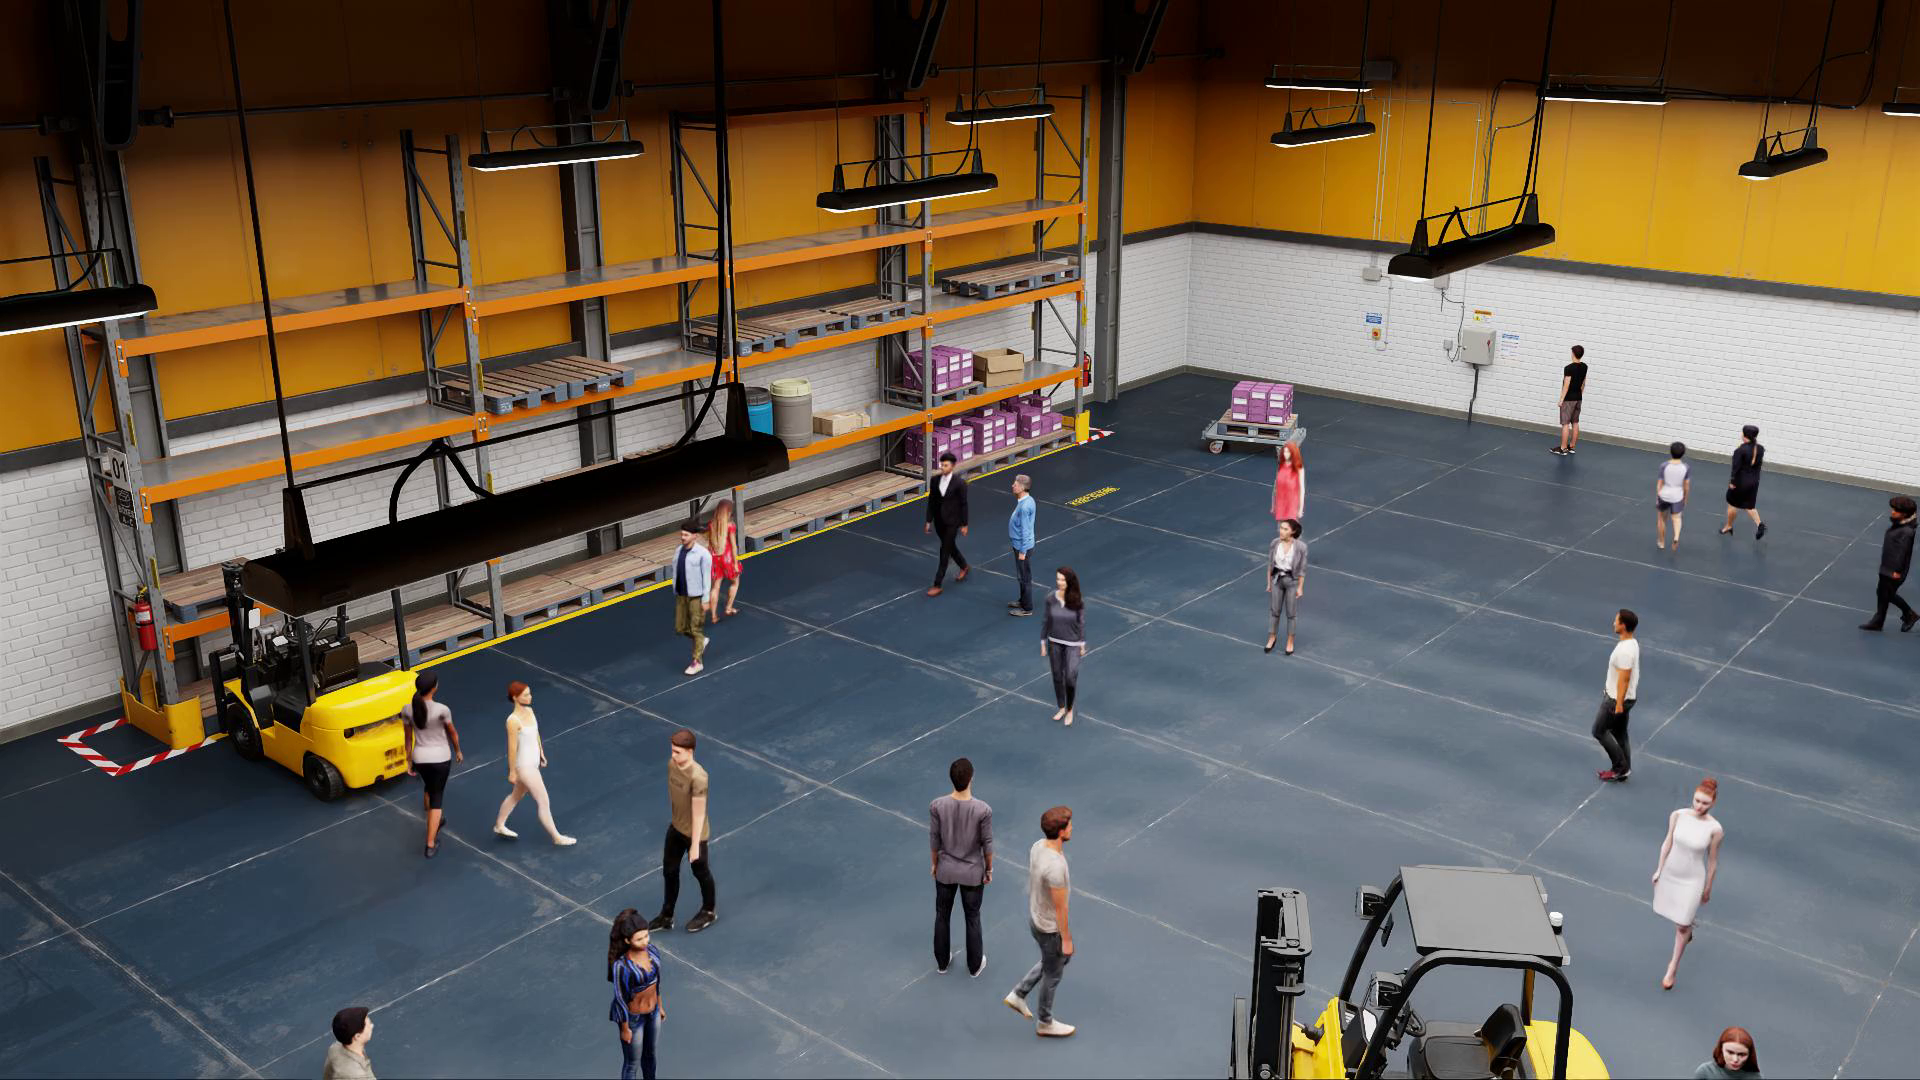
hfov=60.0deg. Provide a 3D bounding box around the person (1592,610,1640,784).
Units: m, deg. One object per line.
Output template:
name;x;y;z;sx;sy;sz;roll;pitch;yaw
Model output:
person;6.621;1.571;16.427;0.767;1.783;0.642;8;20;24

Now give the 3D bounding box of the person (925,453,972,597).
person;-0.110;-0.251;21.745;0.796;1.842;1.253;12;22;33

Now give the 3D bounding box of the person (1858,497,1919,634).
person;11.405;0.331;20.157;0.950;1.753;0.933;3;19;8

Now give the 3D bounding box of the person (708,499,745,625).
person;-2.960;0.294;20.552;0.765;1.571;0.802;7;20;21

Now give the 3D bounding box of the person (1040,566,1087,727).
person;1.143;1.098;17.875;0.731;1.755;0.755;6;20;18

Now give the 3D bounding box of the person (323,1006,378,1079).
person;-3.776;3.705;10.034;1.199;1.819;0.829;-14;23;-36

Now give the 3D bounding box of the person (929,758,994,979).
person;-0.006;2.608;13.242;0.738;1.849;0.731;3;19;8

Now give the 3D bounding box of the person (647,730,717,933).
person;-2.188;2.399;13.880;0.922;1.839;0.751;-16;25;-40

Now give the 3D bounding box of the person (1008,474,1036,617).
person;0.796;0.045;20.904;0.806;1.818;0.720;0;19;1

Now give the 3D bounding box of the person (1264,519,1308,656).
person;3.855;0.535;19.668;0.655;1.677;0.628;10;21;28

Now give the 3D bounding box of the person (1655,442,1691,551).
person;9.927;-0.586;23.191;0.741;1.553;0.871;5;19;16

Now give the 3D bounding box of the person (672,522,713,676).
person;-3.034;0.646;19.148;0.767;1.799;0.849;10;21;28

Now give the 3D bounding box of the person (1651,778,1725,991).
person;5.750;2.675;13.150;0.879;1.781;0.657;-18;25;-42

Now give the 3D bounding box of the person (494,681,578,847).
person;-4.055;2.068;15.236;0.993;1.601;1.055;3;19;8

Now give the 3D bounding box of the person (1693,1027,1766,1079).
person;4.600;3.718;10.113;0.658;1.743;0.669;5;19;15

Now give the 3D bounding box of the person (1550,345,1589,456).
person;10.308;-2.374;28.018;0.655;1.862;0.820;-10;21;-27

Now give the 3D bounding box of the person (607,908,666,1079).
person;-2.225;3.306;11.538;0.685;1.615;0.514;12;22;32

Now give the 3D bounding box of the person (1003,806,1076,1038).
person;0.579;2.869;12.422;0.961;1.878;0.900;-2;19;-5

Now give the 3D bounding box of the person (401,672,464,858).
person;-4.823;2.060;15.072;0.843;1.721;0.955;2;19;5

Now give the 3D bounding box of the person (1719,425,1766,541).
person;11.192;-0.779;23.605;1.058;1.654;1.041;-7;20;-20

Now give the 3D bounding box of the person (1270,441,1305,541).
person;4.468;-0.459;22.401;0.729;1.818;0.640;-16;24;-39
